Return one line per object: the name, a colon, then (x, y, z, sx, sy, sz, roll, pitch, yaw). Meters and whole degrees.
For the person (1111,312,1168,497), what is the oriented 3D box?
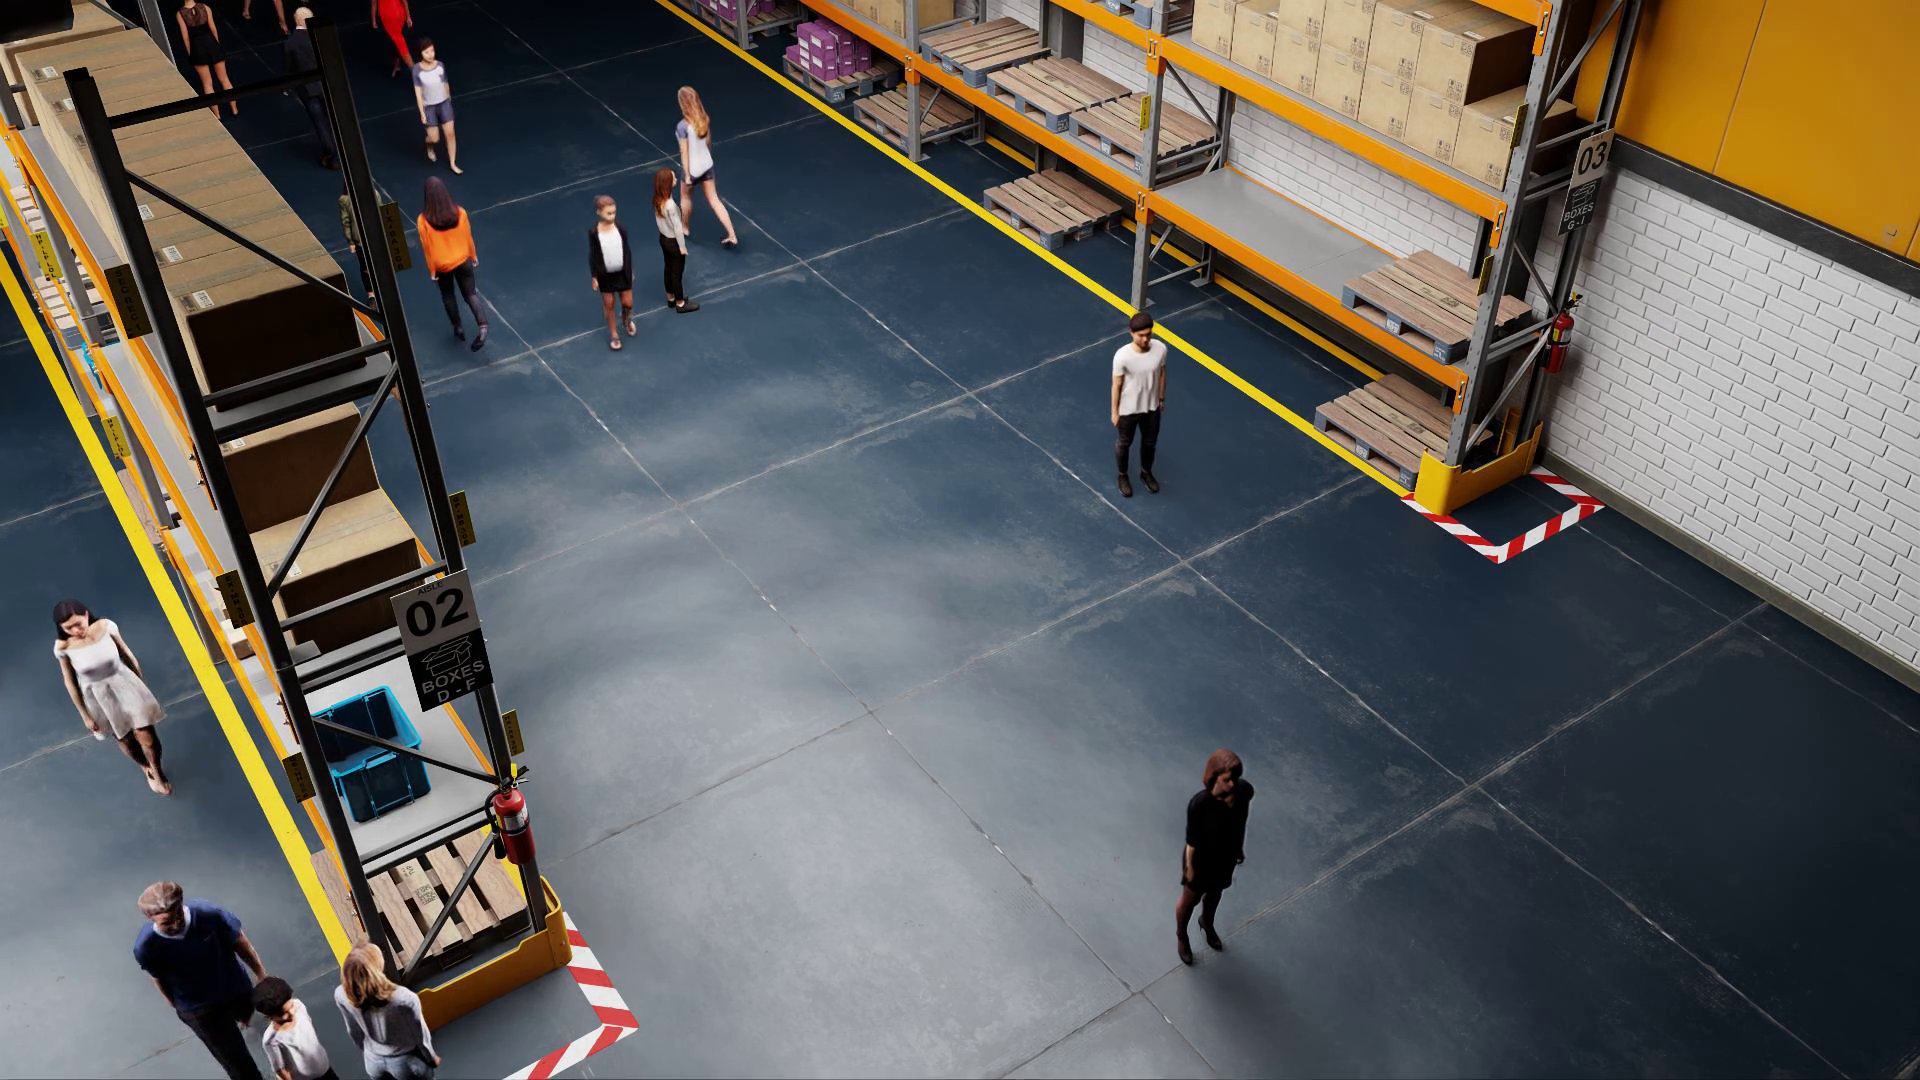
person: (1.465, -1.151, 13.716, 0.708, 1.719, 0.662, -11, 40, -14)

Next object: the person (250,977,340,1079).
person: (-3.664, 2.835, 9.113, 0.864, 1.234, 0.715, 17, 42, 20)

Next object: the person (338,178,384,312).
person: (-5.745, -2.944, 16.154, 0.585, 1.477, 0.512, -21, 43, -24)

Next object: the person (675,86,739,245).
person: (-2.613, -3.771, 17.020, 1.168, 1.689, 0.841, 26, 46, 29)

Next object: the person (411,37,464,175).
person: (-5.855, -4.835, 18.462, 0.596, 1.553, 0.733, -28, 46, -30)

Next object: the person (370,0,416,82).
person: (-6.795, -6.241, 20.102, 1.149, 1.703, 0.815, 24, 45, 27)

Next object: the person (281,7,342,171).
person: (-7.118, -4.967, 18.453, 0.733, 1.769, 0.857, -28, 46, -30)

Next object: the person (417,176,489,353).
person: (-4.670, -2.504, 15.409, 0.666, 1.720, 1.025, -25, 45, -28)

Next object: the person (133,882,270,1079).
person: (-4.145, 2.416, 9.163, 0.730, 1.827, 1.171, -30, 47, -32)

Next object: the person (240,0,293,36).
person: (-9.163, -7.425, 21.529, 1.193, 1.773, 0.951, 20, 43, 23)

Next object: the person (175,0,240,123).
person: (-8.854, -5.731, 19.488, 0.567, 1.673, 0.556, -25, 45, -28)

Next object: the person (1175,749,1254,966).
person: (1.497, 1.879, 9.935, 0.609, 1.701, 0.530, -18, 42, -21)

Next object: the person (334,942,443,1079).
person: (-2.968, 2.743, 8.779, 0.653, 1.796, 0.708, 5, 39, 6)

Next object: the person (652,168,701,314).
person: (-2.795, -2.897, 16.093, 0.603, 1.481, 0.425, -25, 45, -28)

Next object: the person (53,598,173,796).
person: (-5.614, 1.010, 10.976, 0.619, 1.762, 0.664, -25, 45, -28)

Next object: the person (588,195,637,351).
person: (-3.266, -2.563, 15.622, 0.661, 1.548, 0.718, -8, 39, -9)
